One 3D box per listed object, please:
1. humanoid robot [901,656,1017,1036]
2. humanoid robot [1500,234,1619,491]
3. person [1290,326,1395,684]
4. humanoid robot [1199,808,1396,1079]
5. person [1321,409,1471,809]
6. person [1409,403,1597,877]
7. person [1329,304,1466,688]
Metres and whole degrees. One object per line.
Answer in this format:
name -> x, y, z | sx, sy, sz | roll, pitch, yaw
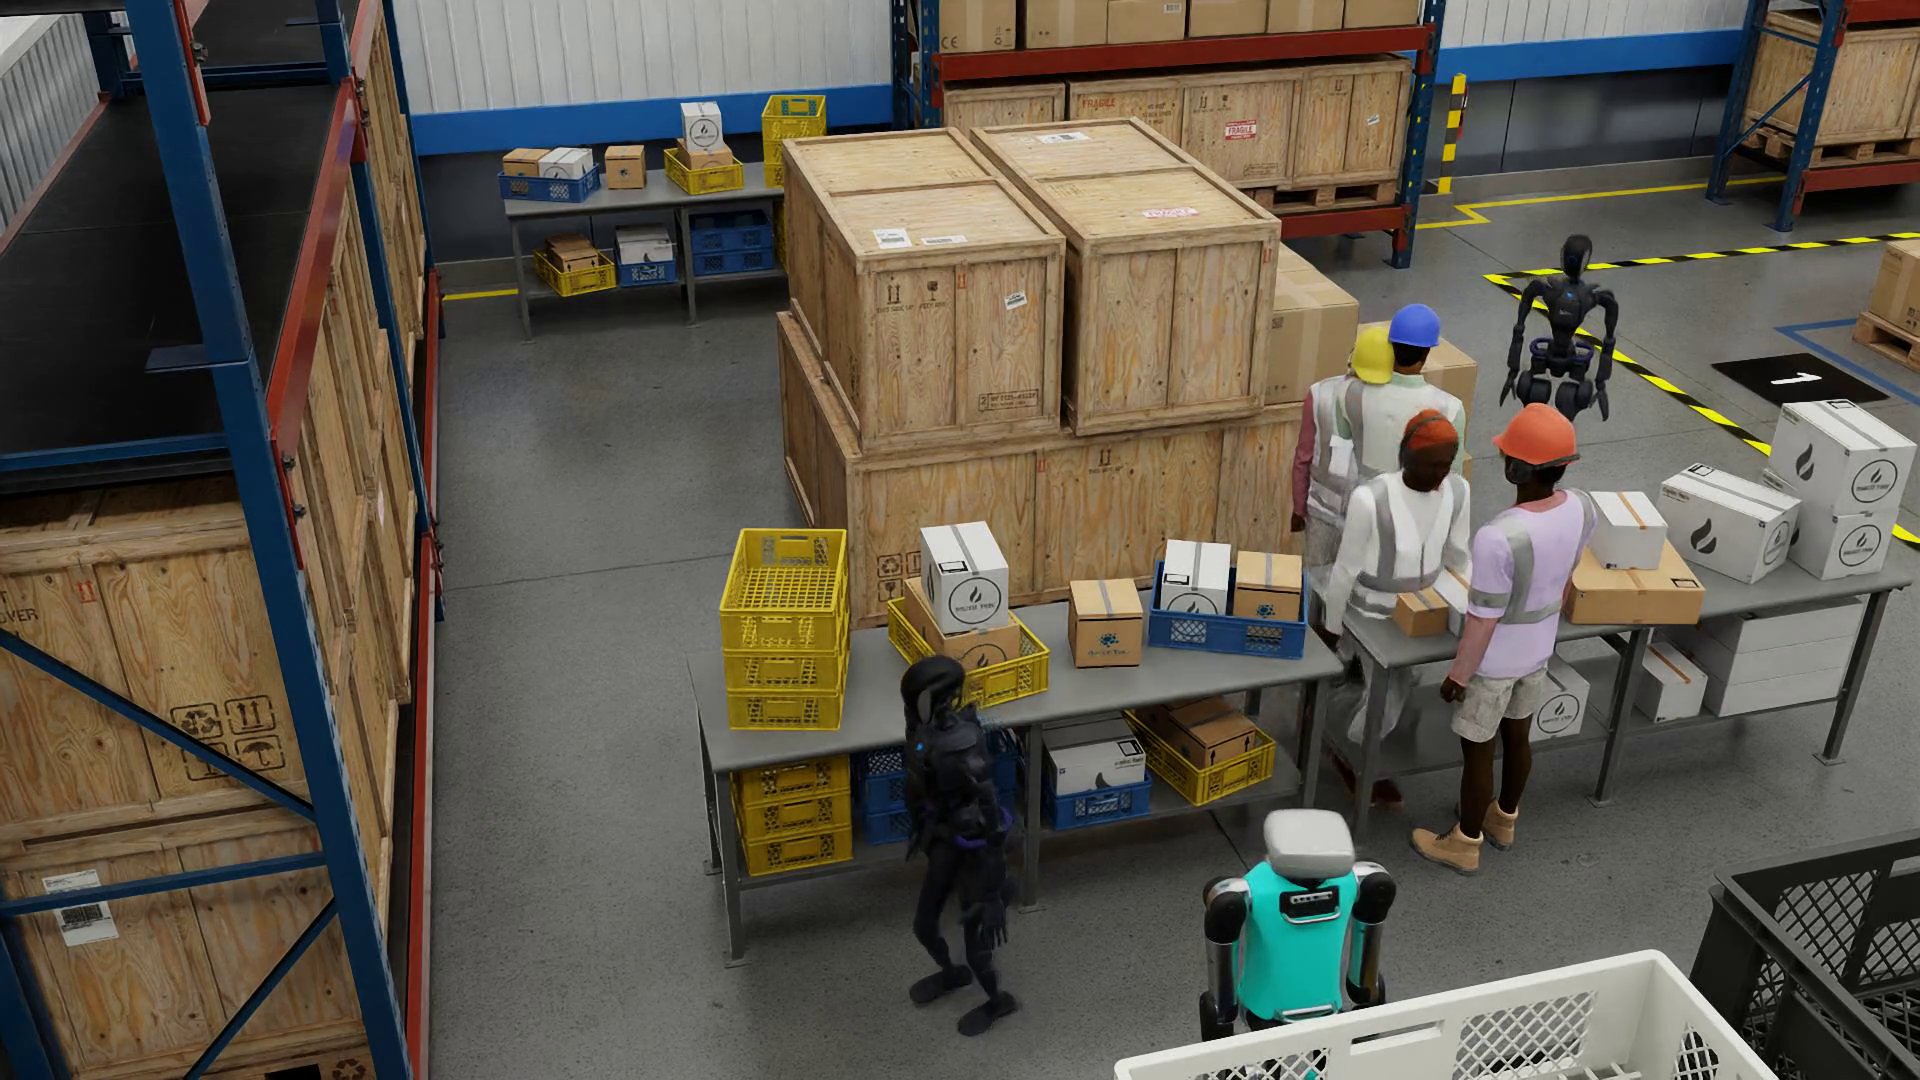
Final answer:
humanoid robot -> 0.004, 1.070, 5.727 | 0.420, 1.642, 0.612 | -17, 33, -28
humanoid robot -> 3.404, -0.946, 9.404 | 0.599, 1.636, 0.717 | 13, 31, 22
person -> 1.836, -0.153, 7.783 | 0.587, 1.822, 0.404 | 5, 29, 9
humanoid robot -> 0.967, 1.604, 4.583 | 0.533, 1.689, 0.741 | -5, 29, -9
person -> 1.812, 0.321, 6.859 | 0.603, 1.875, 0.423 | -14, 32, -24
person -> 2.125, 0.414, 6.528 | 0.607, 2.044, 0.367 | -20, 35, -32
person -> 1.978, -0.144, 7.651 | 0.601, 1.937, 0.392 | 15, 32, 25
